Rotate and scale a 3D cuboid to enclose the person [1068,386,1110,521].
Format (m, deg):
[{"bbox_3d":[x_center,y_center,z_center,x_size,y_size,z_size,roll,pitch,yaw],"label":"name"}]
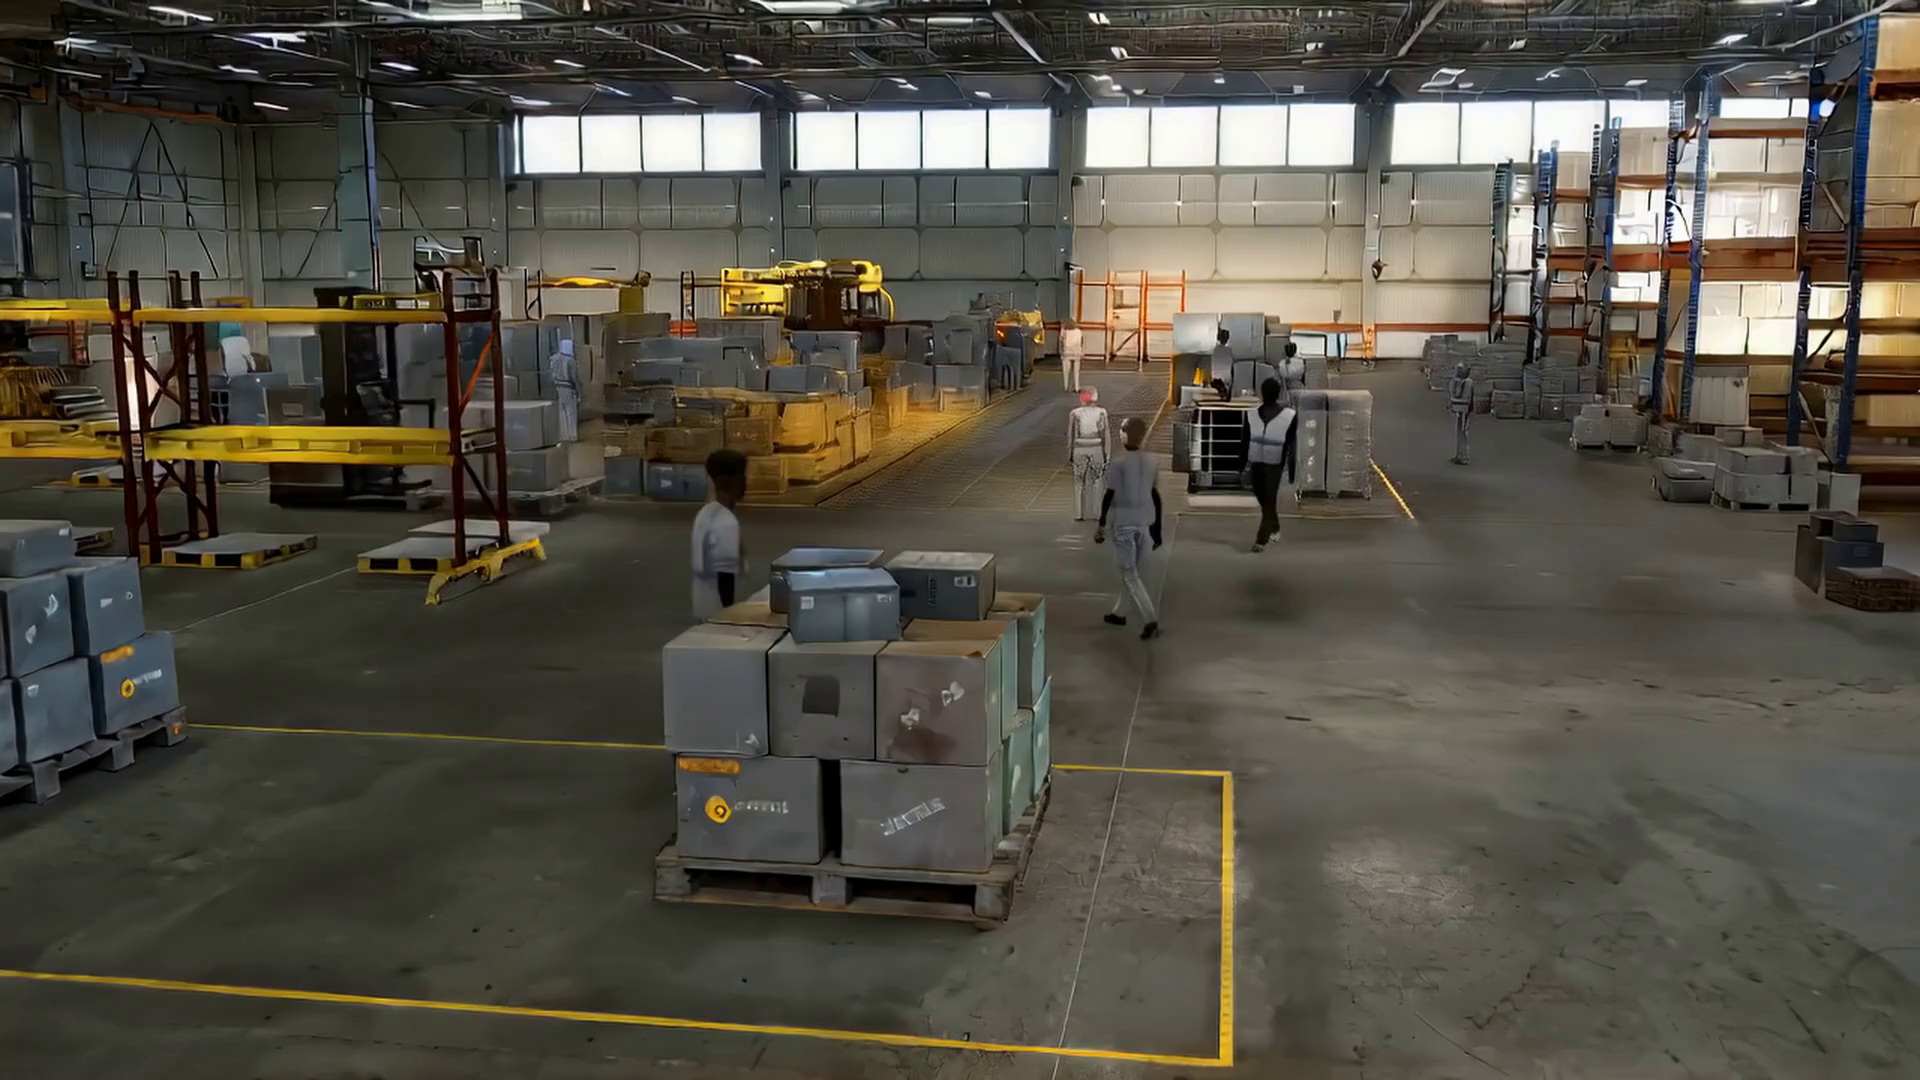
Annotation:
[{"bbox_3d":[1.563,-1.043,20.160,0.515,1.640,0.315,3,10,17],"label":"person"}]

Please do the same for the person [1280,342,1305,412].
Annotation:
[{"bbox_3d":[6.192,-2.831,31.015,0.540,1.695,0.317,-4,10,-26],"label":"person"}]

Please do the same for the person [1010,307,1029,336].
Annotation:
[{"bbox_3d":[1.643,-5.544,46.829,0.613,1.995,0.390,7,12,39],"label":"person"}]

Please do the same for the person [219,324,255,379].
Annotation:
[{"bbox_3d":[-15.062,-3.551,34.805,0.662,1.902,0.909,0,9,3],"label":"person"}]

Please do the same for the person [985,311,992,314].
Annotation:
[{"bbox_3d":[0.771,-5.558,47.275,0.713,1.893,0.636,3,10,17],"label":"person"}]

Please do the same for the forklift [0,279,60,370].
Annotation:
[{"bbox_3d":[-22.592,-4.798,39.505,1.873,2.768,1.129,1,9,9],"label":"forklift"}]

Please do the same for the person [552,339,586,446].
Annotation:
[{"bbox_3d":[-6.801,-2.556,28.885,0.624,1.841,0.430,9,13,43],"label":"person"}]

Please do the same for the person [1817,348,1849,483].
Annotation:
[{"bbox_3d":[12.489,-1.774,23.751,0.360,1.939,0.543,2,9,11],"label":"person"}]

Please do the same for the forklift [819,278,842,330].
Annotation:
[{"bbox_3d":[-3.270,-5.243,42.251,1.873,2.768,1.129,1,9,9],"label":"forklift"}]

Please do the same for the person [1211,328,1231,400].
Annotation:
[{"bbox_3d":[4.987,-3.070,31.746,0.355,1.936,0.636,-2,9,-12],"label":"person"}]

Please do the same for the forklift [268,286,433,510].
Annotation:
[{"bbox_3d":[-7.805,-1.845,21.291,1.873,2.768,1.129,1,9,9],"label":"forklift"}]

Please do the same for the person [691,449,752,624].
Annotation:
[{"bbox_3d":[-1.385,0.413,10.208,0.506,1.951,0.633,-4,10,-23],"label":"person"}]

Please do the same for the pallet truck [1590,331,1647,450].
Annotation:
[{"bbox_3d":[11.253,-2.573,28.499,0.823,1.965,1.885,5,10,27],"label":"pallet truck"}]

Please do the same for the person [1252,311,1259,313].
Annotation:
[{"bbox_3d":[8.107,-5.335,45.740,0.371,1.931,0.543,-9,13,-43],"label":"person"}]

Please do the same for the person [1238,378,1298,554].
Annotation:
[{"bbox_3d":[3.374,-0.828,18.104,0.598,1.890,0.939,6,11,33],"label":"person"}]

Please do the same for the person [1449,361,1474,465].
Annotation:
[{"bbox_3d":[7.863,-1.985,26.005,0.314,1.630,0.527,0,9,-2],"label":"person"}]

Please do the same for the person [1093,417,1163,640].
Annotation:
[{"bbox_3d":[1.443,-0.107,13.828,0.512,1.831,0.936,-5,11,-31],"label":"person"}]

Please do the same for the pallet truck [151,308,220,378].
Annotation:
[{"bbox_3d":[-21.869,-5.598,47.154,0.823,1.965,1.885,4,10,26],"label":"pallet truck"}]

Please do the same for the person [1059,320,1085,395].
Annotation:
[{"bbox_3d":[2.722,-4.444,40.522,0.633,1.842,0.429,-2,9,-13],"label":"person"}]
